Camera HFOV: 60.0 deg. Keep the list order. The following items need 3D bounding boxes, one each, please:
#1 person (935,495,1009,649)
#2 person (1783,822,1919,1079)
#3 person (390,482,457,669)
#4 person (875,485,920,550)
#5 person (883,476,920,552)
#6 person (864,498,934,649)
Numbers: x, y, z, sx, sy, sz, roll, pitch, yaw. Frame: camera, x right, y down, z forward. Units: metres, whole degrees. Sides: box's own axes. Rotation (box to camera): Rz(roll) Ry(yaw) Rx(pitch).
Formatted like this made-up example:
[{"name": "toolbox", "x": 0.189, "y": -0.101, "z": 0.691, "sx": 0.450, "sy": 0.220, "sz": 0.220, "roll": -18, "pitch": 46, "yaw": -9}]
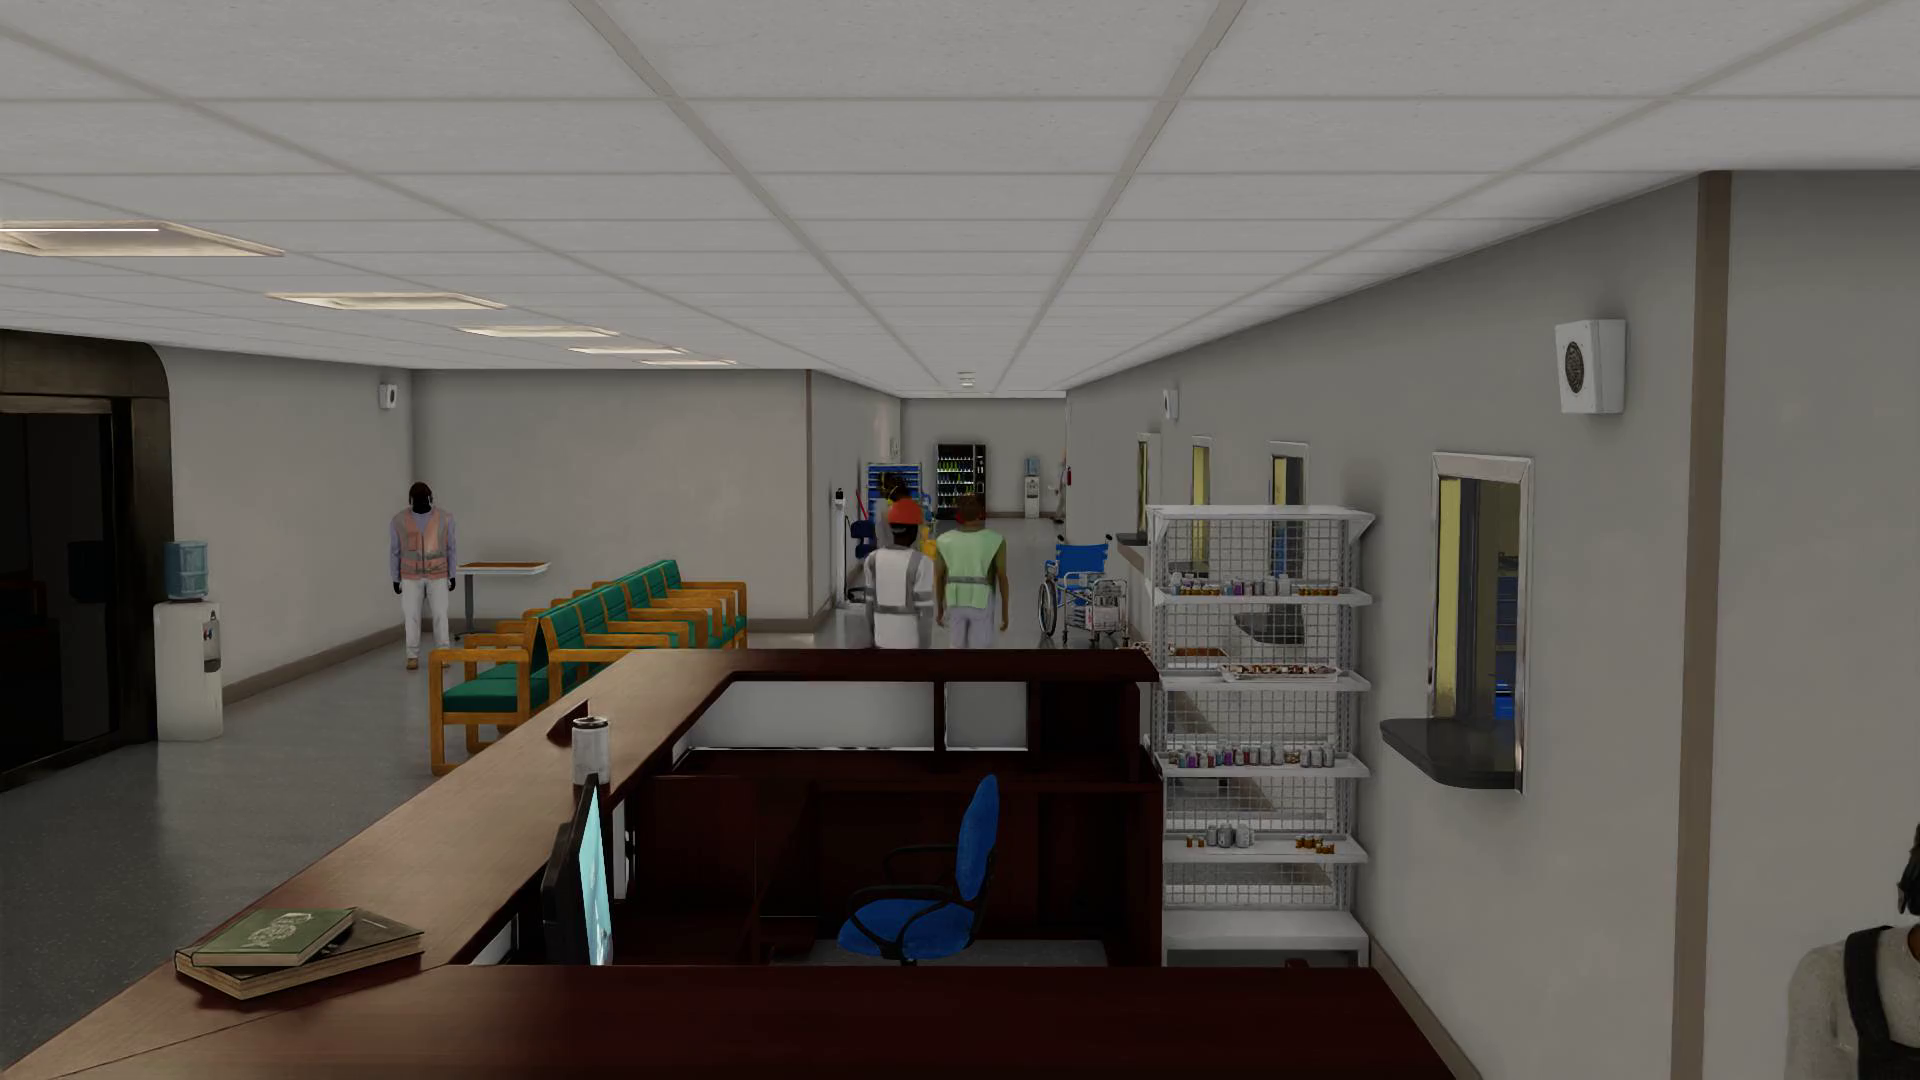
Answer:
[{"name": "person", "x": 0.082, "y": 0.563, "z": 13.276, "sx": 0.616, "sy": 1.829, "sz": 0.430, "roll": 1, "pitch": 4, "yaw": 13}, {"name": "person", "x": 1.691, "y": 1.311, "z": 2.855, "sx": 0.583, "sy": 1.824, "sz": 0.417, "roll": 2, "pitch": 5, "yaw": 28}, {"name": "person", "x": -5.235, "y": 0.351, "z": 16.236, "sx": 0.629, "sy": 1.837, "sz": 0.429, "roll": -1, "pitch": 4, "yaw": -15}, {"name": "person", "x": -0.483, "y": 0.429, "z": 15.106, "sx": 0.516, "sy": 1.833, "sz": 0.887, "roll": -3, "pitch": 5, "yaw": -35}, {"name": "person", "x": -0.655, "y": 0.207, "z": 18.205, "sx": 0.430, "sy": 1.828, "sz": 0.641, "roll": 1, "pitch": 4, "yaw": 14}, {"name": "person", "x": -0.444, "y": 0.672, "z": 11.203, "sx": 0.551, "sy": 1.913, "sz": 0.821, "roll": 2, "pitch": 5, "yaw": 30}]
